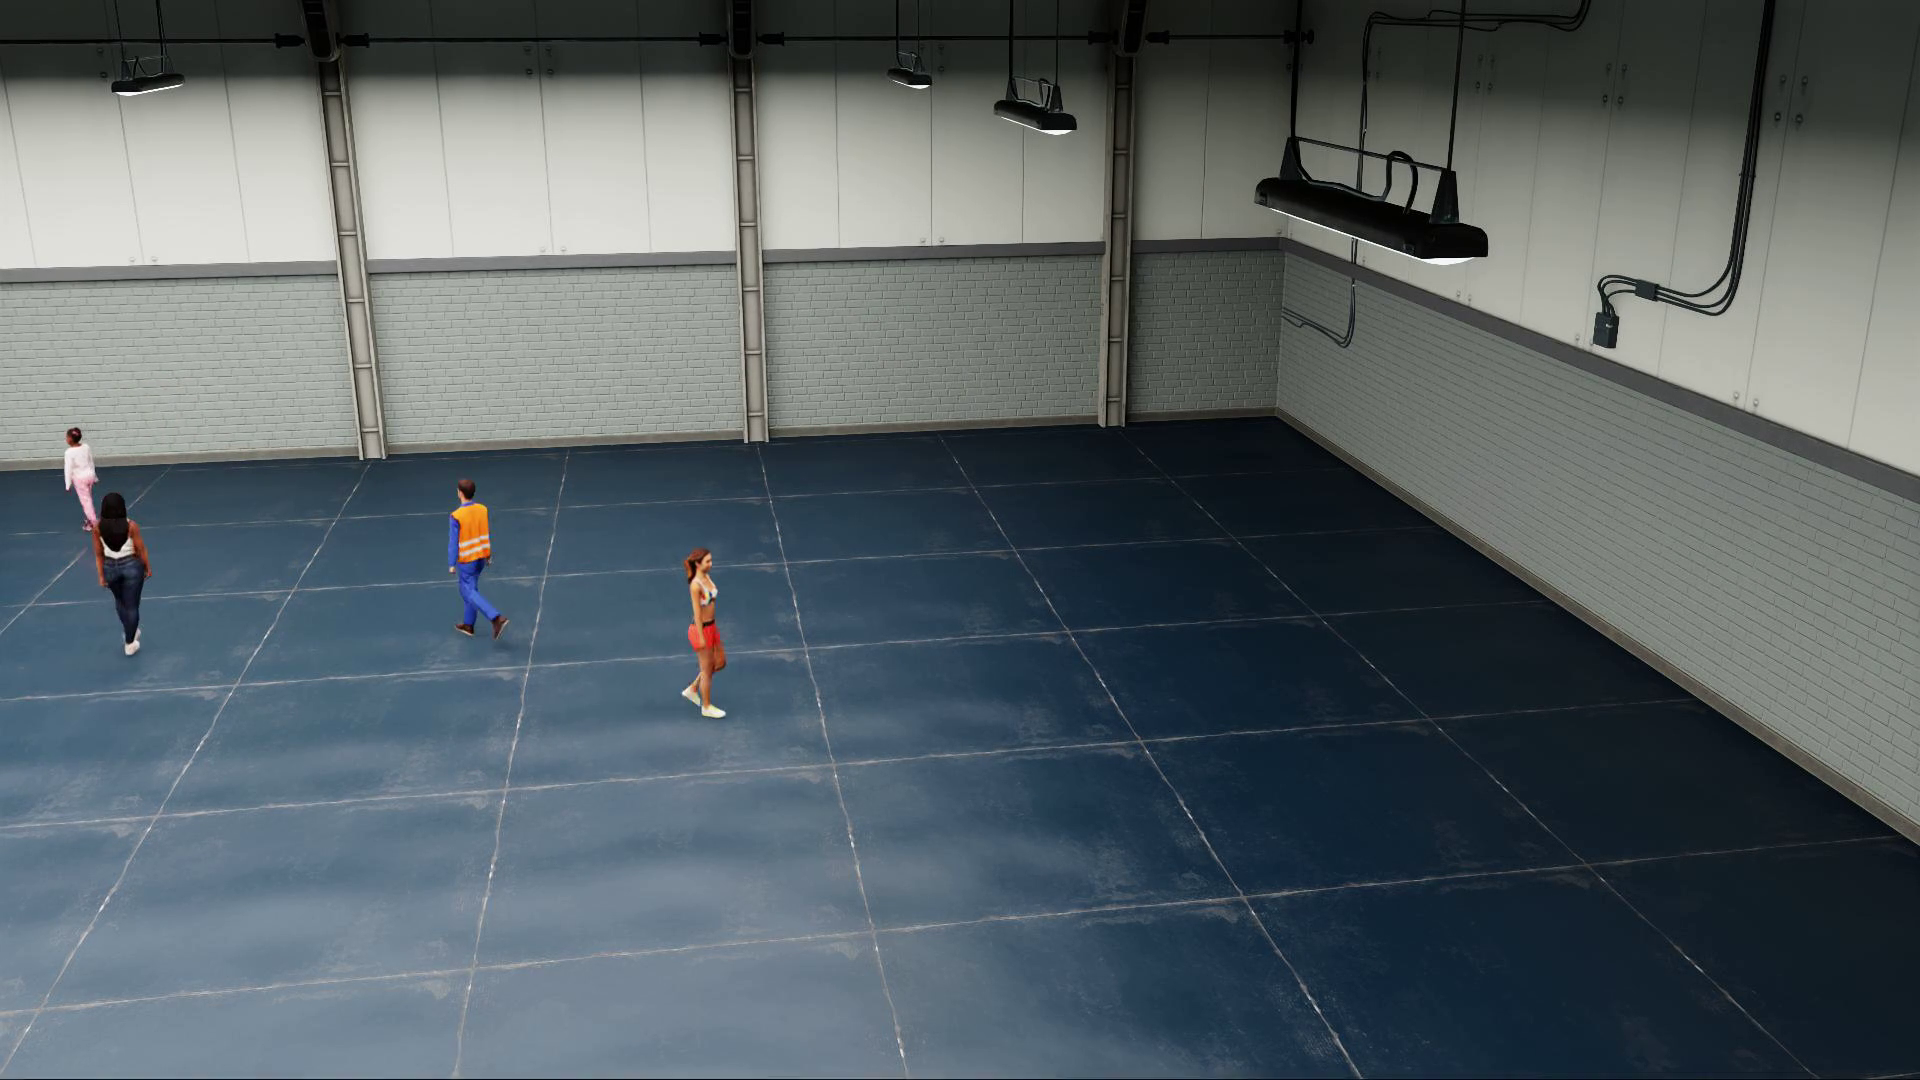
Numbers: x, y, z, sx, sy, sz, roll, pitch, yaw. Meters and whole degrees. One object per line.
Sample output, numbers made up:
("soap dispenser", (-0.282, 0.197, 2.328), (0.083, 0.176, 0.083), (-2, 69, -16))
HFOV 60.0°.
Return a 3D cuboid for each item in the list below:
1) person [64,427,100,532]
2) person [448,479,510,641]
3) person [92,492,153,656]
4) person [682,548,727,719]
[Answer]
("person", (-11.760, -0.821, 22.393), (0.726, 1.439, 0.686), (6, 19, 19))
("person", (-5.378, 0.249, 18.461), (1.224, 1.841, 1.118), (10, 21, 29))
("person", (-9.138, 0.394, 18.101), (0.795, 1.786, 0.726), (-2, 18, -6))
("person", (-2.613, 0.921, 16.497), (0.797, 1.779, 0.721), (4, 18, 11))
